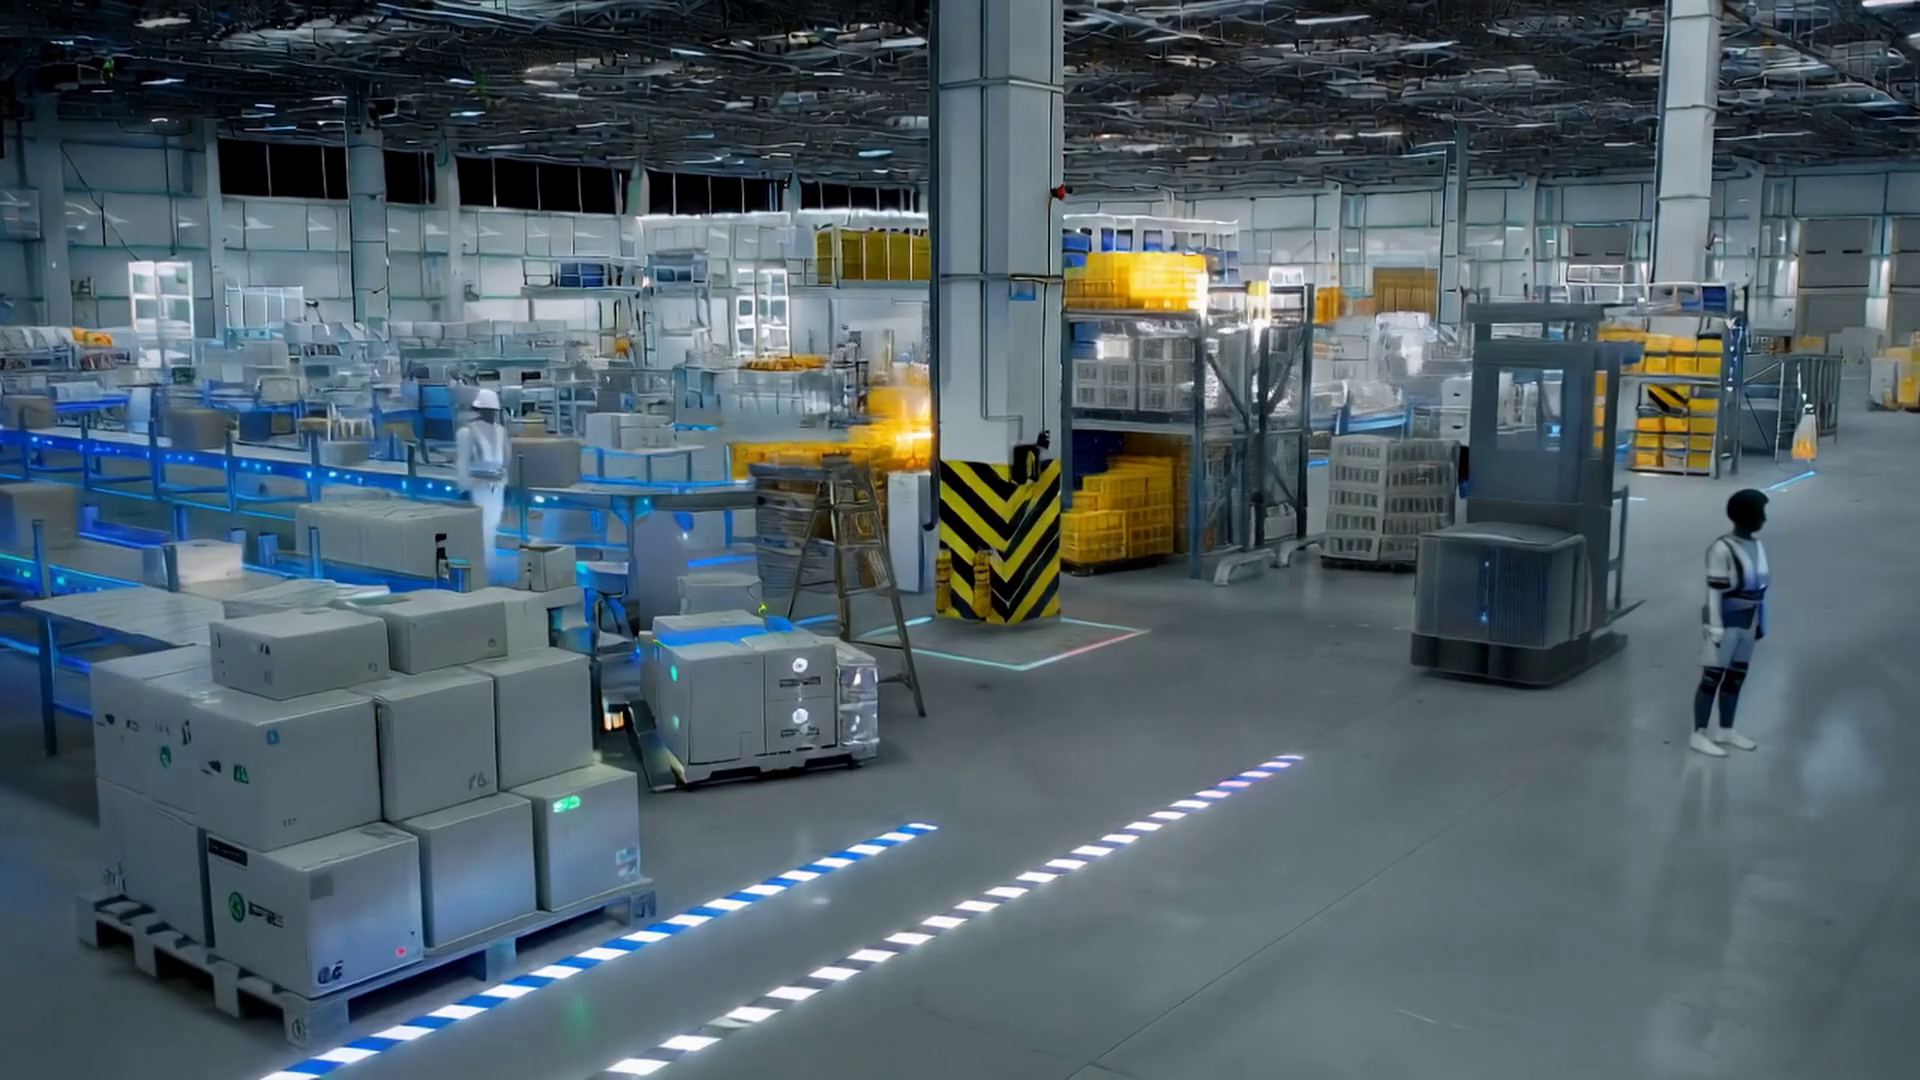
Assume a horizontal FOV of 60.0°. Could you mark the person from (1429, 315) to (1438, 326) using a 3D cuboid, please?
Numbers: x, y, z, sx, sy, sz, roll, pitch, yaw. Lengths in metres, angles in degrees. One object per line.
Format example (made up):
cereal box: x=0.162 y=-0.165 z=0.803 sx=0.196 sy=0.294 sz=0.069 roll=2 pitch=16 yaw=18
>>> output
person: x=22.436 y=-9.742 z=78.768 sx=0.585 sy=1.927 sz=0.366 roll=-5 pitch=10 yaw=-30

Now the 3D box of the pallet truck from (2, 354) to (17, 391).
pallet truck: x=-24.881 y=-4.417 z=42.634 sx=1.885 sy=1.965 sz=0.823 roll=8 pitch=11 yaw=41

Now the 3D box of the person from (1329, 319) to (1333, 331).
person: x=18.488 y=-10.252 z=82.136 sx=0.615 sy=1.945 sz=0.404 roll=-4 pitch=9 yaw=-26

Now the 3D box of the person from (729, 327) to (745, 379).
person: x=-7.512 y=-6.288 z=56.060 sx=0.524 sy=1.761 sz=0.333 roll=1 pitch=8 yaw=6

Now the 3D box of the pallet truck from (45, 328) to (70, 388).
pallet truck: x=-23.775 y=-4.544 z=43.495 sx=1.885 sy=1.965 sz=0.823 roll=6 pitch=10 yaw=35

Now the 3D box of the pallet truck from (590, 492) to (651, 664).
pallet truck: x=-3.115 y=0.344 z=12.883 sx=0.653 sy=1.274 sz=1.630 roll=7 pitch=11 yaw=37

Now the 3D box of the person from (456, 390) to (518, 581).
person: x=-4.699 y=-0.535 z=16.679 sx=0.536 sy=1.929 sz=0.643 roll=6 pitch=10 yaw=33

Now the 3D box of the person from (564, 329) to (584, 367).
person: x=-11.498 y=-5.367 z=49.553 sx=0.546 sy=1.857 sz=0.617 roll=-1 pitch=8 yaw=-6

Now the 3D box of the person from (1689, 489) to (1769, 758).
person: x=4.848 y=0.517 z=10.420 sx=0.535 sy=1.694 sz=0.321 roll=-5 pitch=10 yaw=-31

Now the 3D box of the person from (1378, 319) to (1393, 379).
person: x=14.371 y=-6.480 z=56.410 sx=0.607 sy=2.039 sz=0.395 roll=-4 pitch=9 yaw=-26

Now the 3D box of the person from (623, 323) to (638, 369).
person: x=-11.738 y=-6.778 z=59.091 sx=0.591 sy=1.847 sz=0.969 roll=-8 pitch=12 yaw=-43

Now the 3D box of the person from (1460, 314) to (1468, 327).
person: x=23.825 y=-9.756 z=78.886 sx=0.581 sy=1.917 sz=0.471 roll=7 pitch=11 yaw=39

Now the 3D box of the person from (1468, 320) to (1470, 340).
person: x=24.498 y=-9.911 z=80.470 sx=0.578 sy=1.750 sz=0.539 roll=0 pitch=8 yaw=1

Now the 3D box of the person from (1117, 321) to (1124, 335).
person: x=5.613 y=-6.737 z=58.485 sx=0.362 sy=1.935 sz=0.551 roll=5 pitch=10 yaw=30

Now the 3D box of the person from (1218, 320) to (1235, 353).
person: x=9.864 y=-7.236 z=62.009 sx=0.647 sy=1.886 sz=1.017 roll=-2 pitch=9 yaw=-14

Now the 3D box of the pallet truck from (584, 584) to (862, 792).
pallet truck: x=-1.426 y=0.805 z=10.019 sx=1.601 sy=1.201 sz=0.680 roll=-4 pitch=9 yaw=-26

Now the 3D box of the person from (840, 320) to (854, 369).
person: x=-4.507 y=-7.531 z=64.013 sx=0.860 sy=1.896 sz=0.607 roll=4 pitch=9 yaw=27

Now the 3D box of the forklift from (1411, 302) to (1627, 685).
forklift: x=4.379 y=-0.438 z=12.852 sx=1.129 sy=2.768 sz=1.873 roll=7 pitch=11 yaw=37
